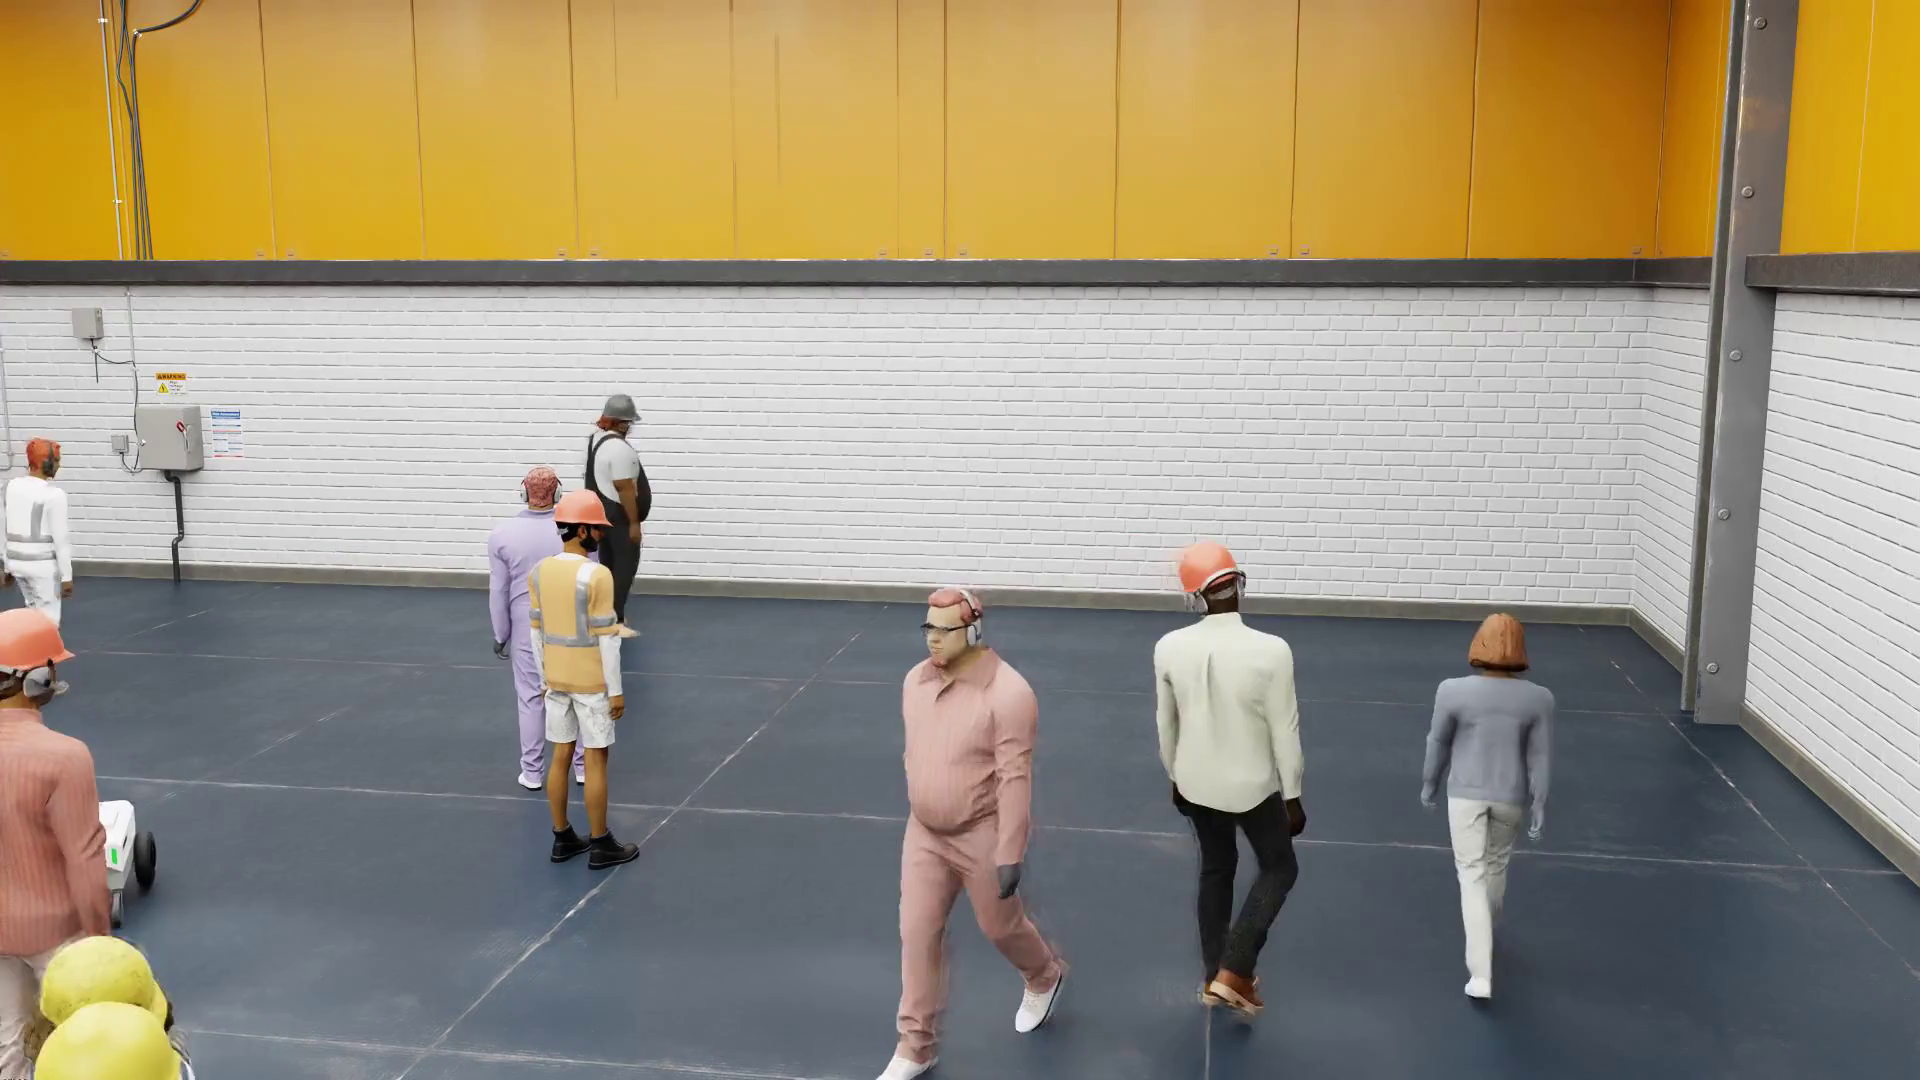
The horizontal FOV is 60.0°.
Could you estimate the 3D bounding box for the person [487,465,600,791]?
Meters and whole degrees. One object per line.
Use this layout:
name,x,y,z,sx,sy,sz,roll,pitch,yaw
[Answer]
person,-2.416,0.514,9.739,0.643,1.910,0.400,-3,10,-16

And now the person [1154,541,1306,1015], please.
person,1.106,0.975,6.730,0.649,1.955,0.488,7,12,37

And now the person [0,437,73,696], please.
person,-6.503,0.211,11.727,0.610,1.869,0.421,4,10,22

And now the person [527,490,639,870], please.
person,-1.924,0.707,8.472,0.543,1.932,0.376,6,11,31

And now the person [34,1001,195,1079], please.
person,-1.475,1.653,3.061,0.601,1.803,0.700,-6,11,-33

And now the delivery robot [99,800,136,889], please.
delivery robot,-4.126,1.443,7.879,0.477,0.478,0.707,-3,10,-21

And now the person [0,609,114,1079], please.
person,-2.910,1.197,5.284,0.615,1.995,0.435,2,10,15

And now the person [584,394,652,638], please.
person,-2.843,-0.228,13.904,0.534,2.000,0.732,-6,11,-33

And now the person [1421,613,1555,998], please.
person,2.251,1.099,7.088,0.499,1.594,0.846,0,9,3

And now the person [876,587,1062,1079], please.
person,0.049,1.086,6.338,0.641,1.875,0.946,7,12,38

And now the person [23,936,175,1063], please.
person,-1.870,1.615,3.592,0.406,1.697,0.673,-4,10,-25
